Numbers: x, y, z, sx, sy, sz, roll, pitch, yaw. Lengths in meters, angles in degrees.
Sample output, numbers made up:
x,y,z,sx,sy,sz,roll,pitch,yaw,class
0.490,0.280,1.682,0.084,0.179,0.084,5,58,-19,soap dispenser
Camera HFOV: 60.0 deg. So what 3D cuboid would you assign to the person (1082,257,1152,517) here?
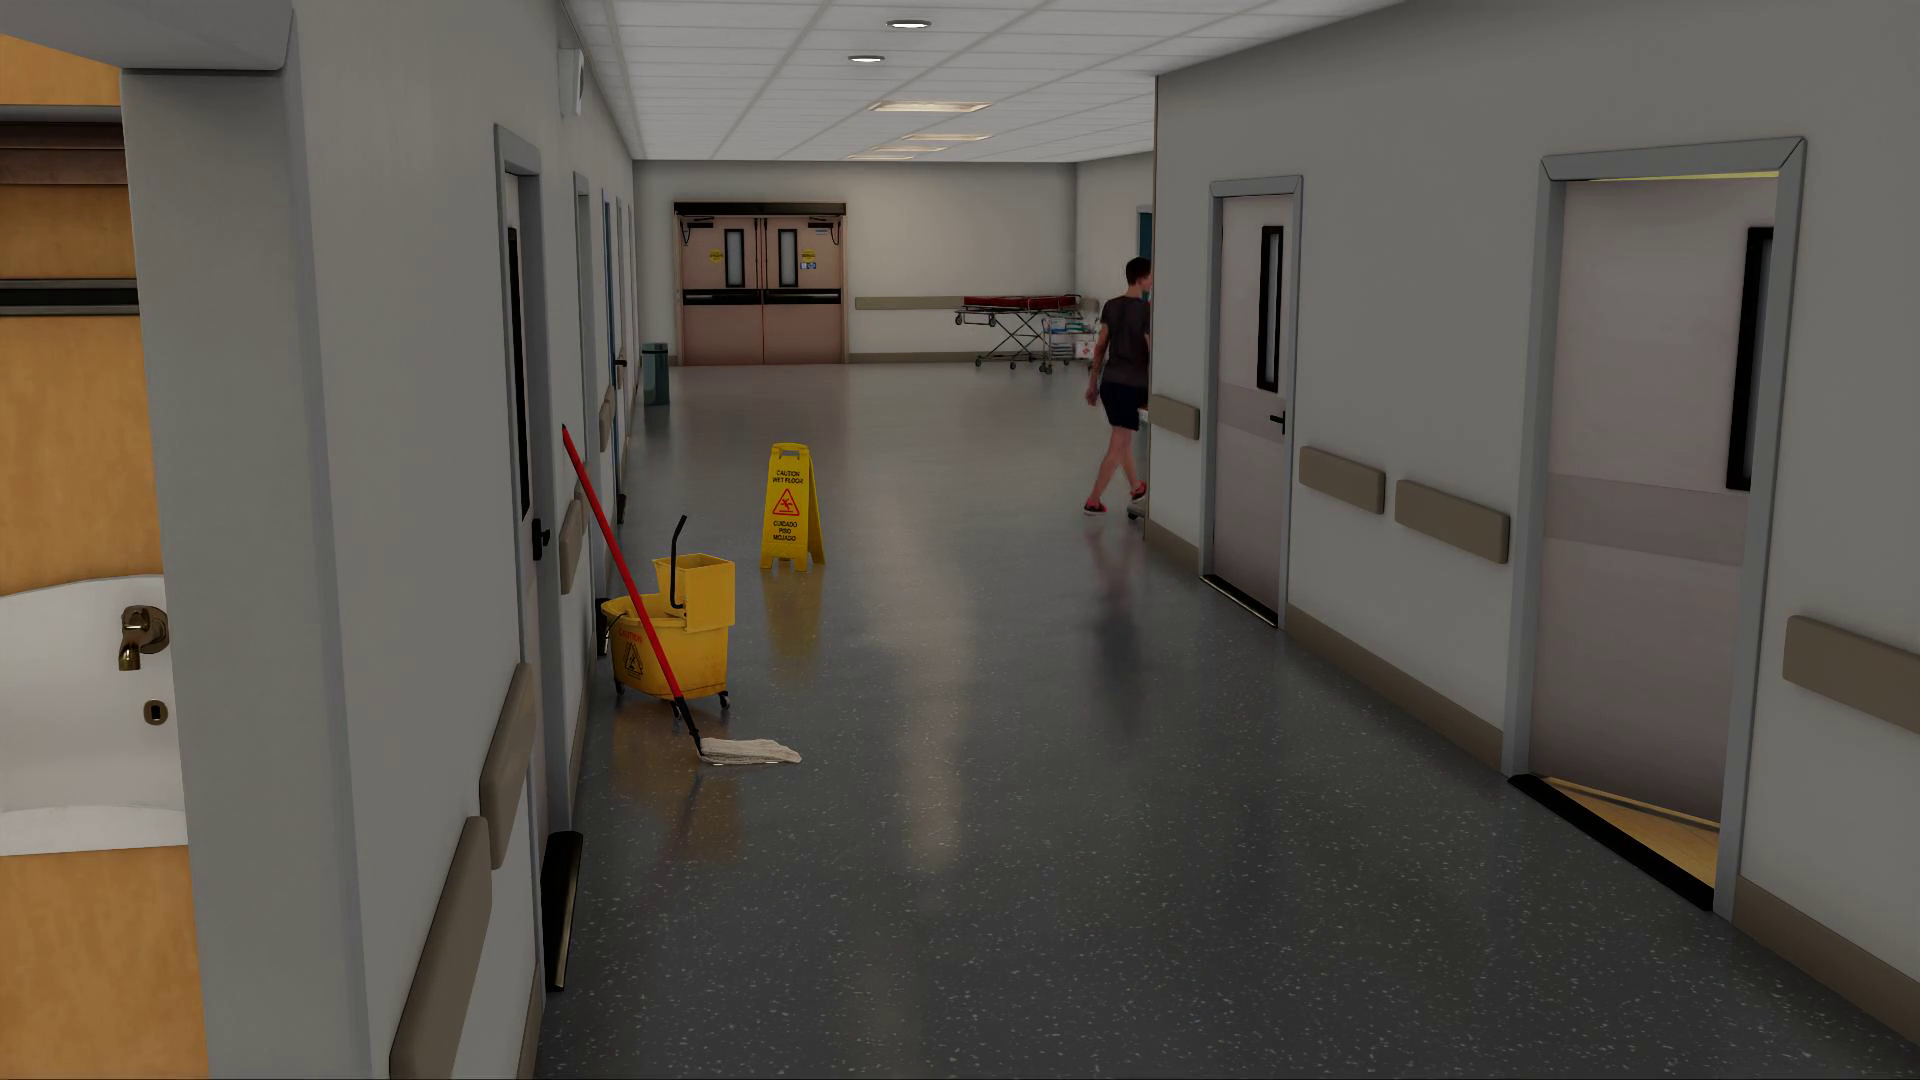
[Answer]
x,y,z,sx,sy,sz,roll,pitch,yaw,class
1.106,-1.029,11.670,1.205,1.799,1.184,9,14,39,person
